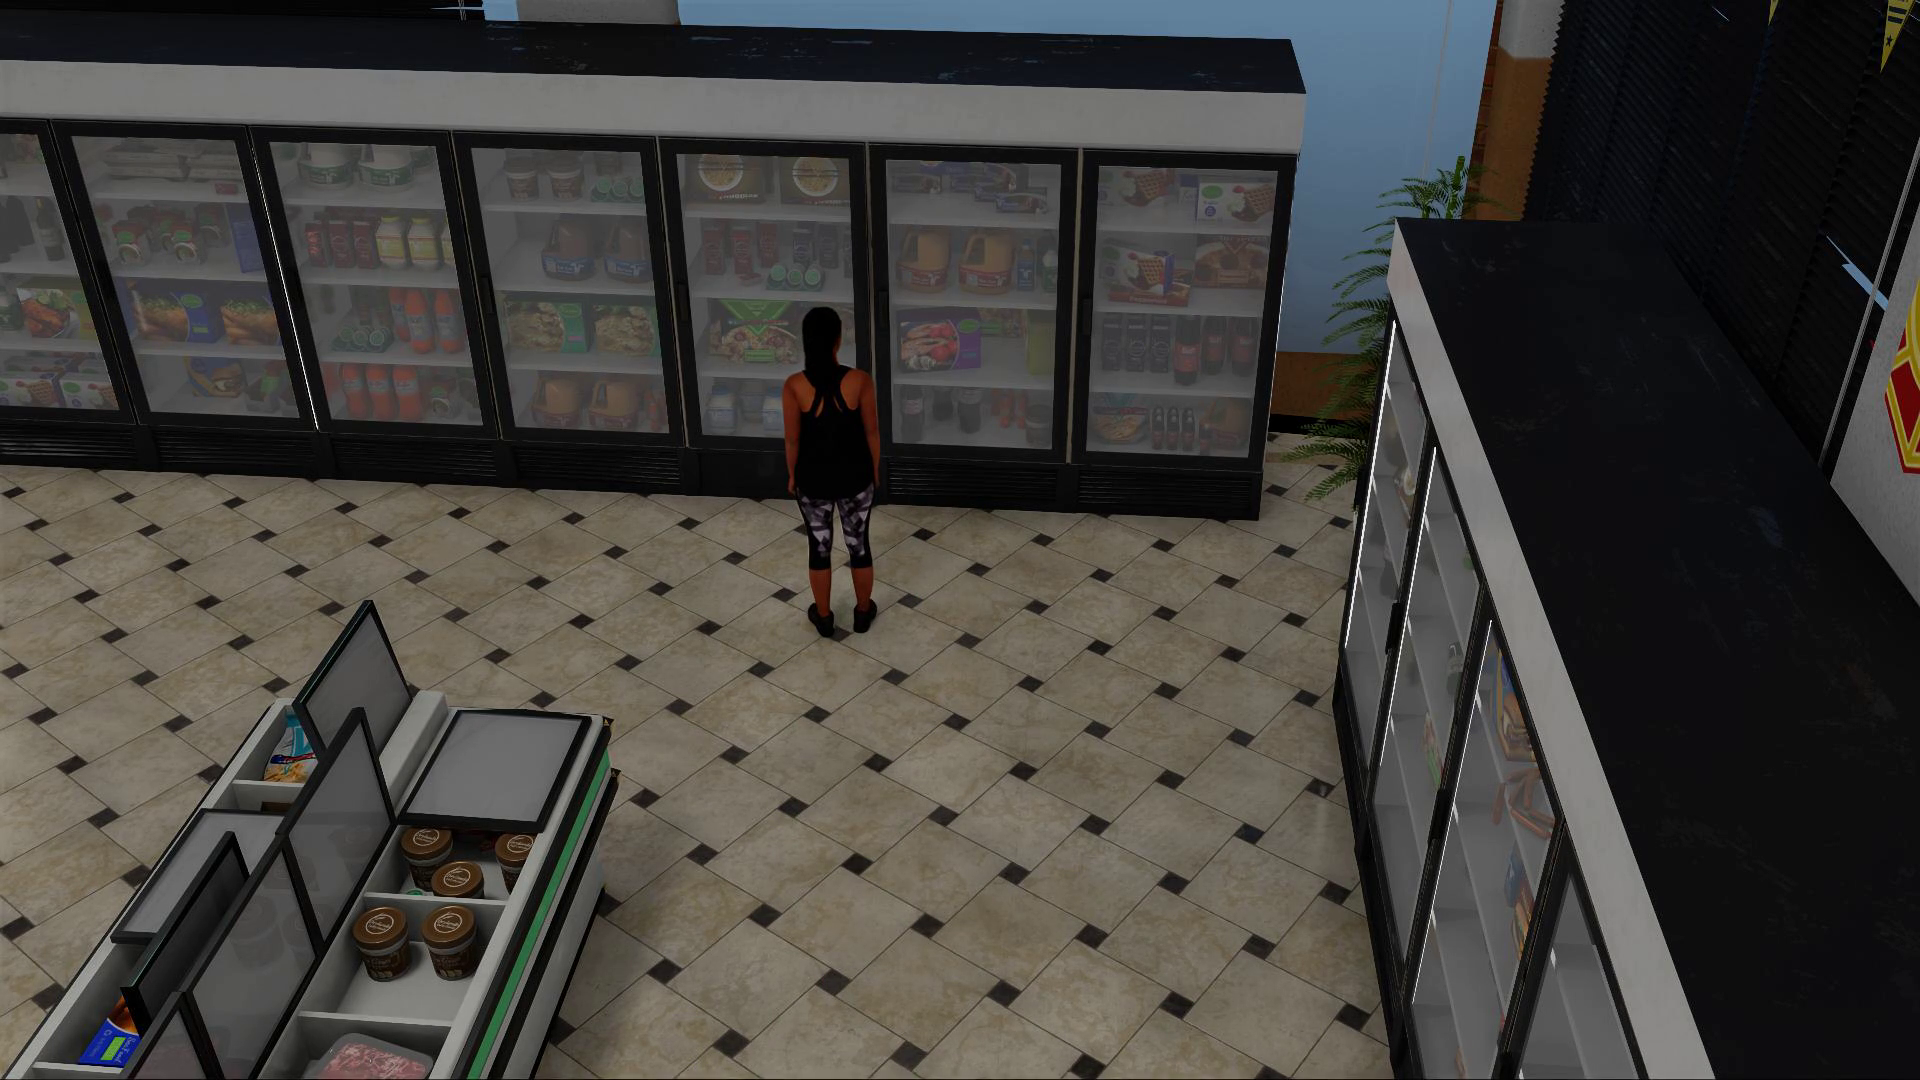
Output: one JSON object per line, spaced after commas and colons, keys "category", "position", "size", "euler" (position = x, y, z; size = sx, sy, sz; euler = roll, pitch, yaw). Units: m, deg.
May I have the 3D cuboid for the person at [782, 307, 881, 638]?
{"category": "person", "position": [-0.576, -0.306, 7.581], "size": [0.623, 1.673, 0.577], "euler": [-4, 32, -7]}
